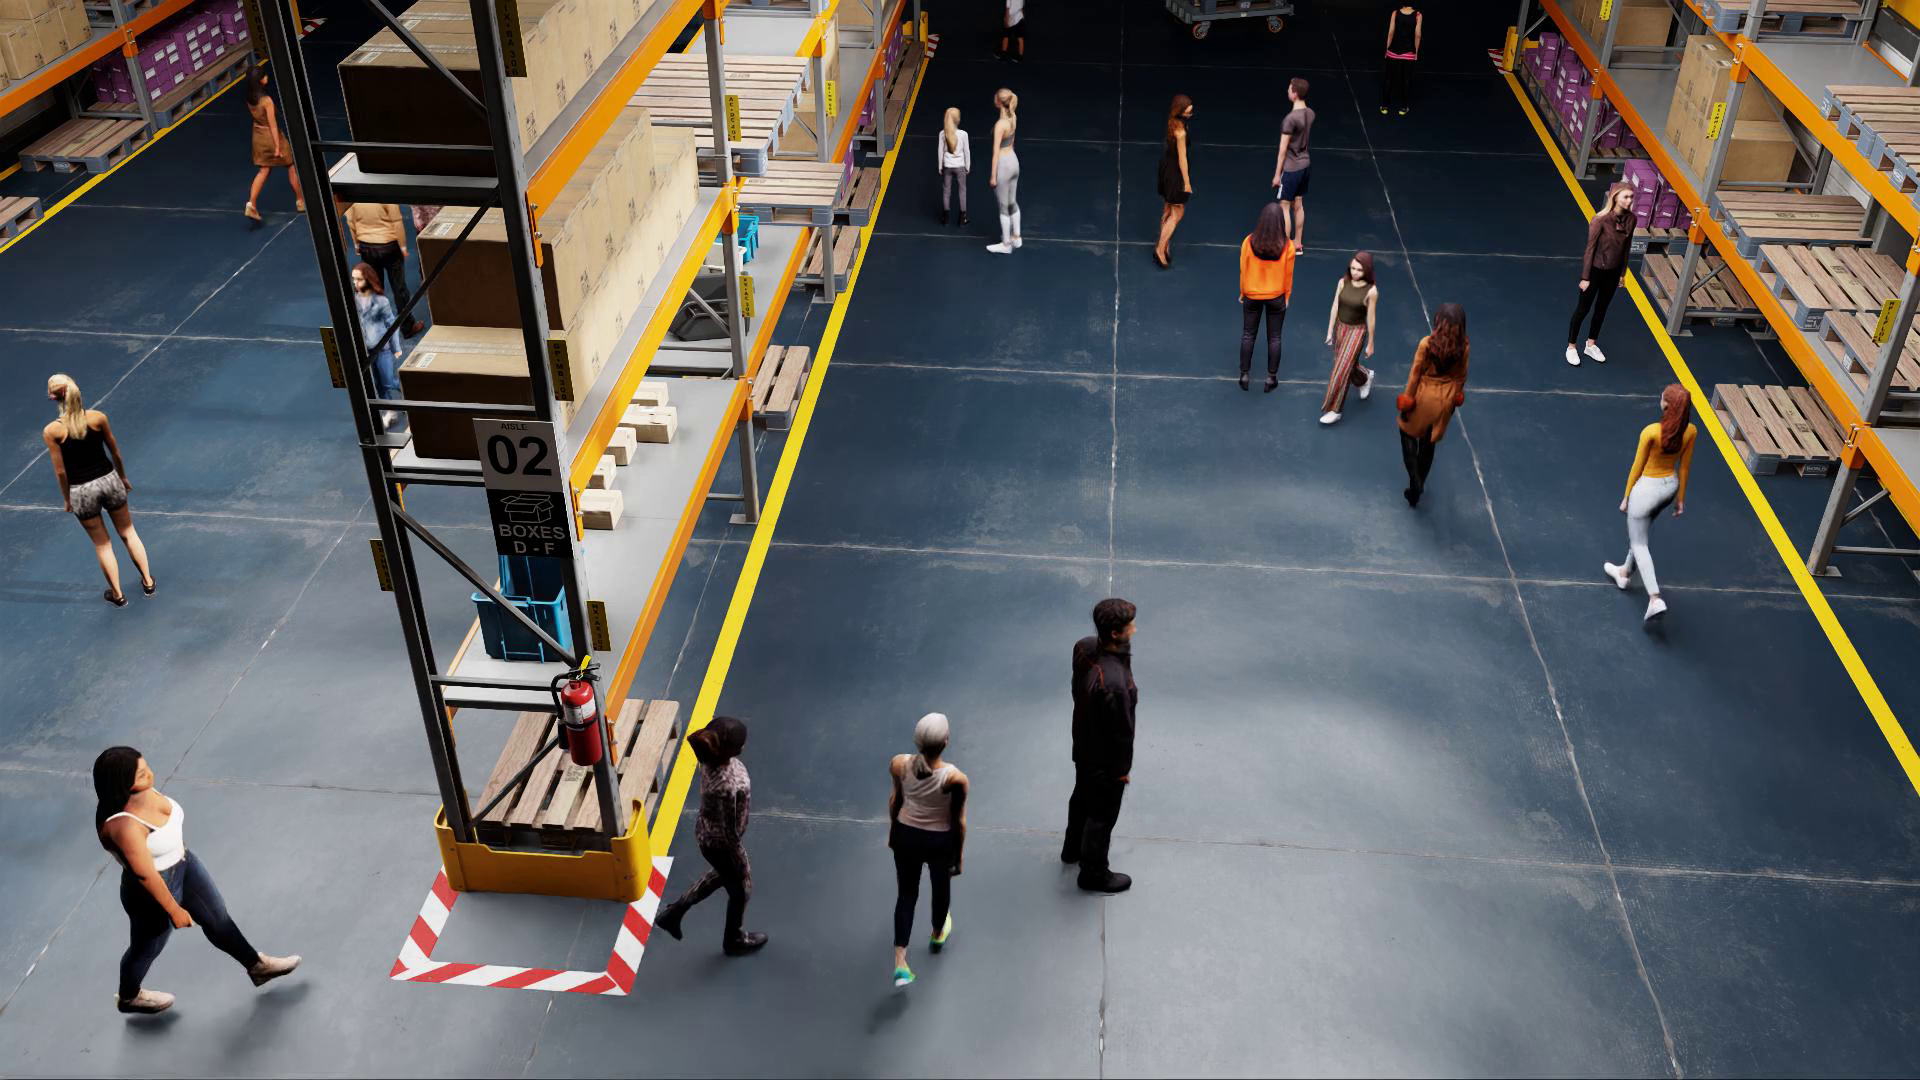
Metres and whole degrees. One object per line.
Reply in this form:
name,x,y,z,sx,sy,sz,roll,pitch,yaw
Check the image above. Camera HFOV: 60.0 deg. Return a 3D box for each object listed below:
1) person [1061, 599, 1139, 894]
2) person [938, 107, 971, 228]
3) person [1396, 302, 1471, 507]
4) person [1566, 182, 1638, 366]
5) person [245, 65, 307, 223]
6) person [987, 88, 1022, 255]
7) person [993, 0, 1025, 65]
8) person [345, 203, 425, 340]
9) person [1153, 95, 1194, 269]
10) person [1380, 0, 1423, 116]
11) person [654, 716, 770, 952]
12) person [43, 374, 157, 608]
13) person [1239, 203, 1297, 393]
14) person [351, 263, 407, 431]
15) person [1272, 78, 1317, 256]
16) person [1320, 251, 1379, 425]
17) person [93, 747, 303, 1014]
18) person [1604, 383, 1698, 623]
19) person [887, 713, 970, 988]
person,0.791,1.140,9.388,0.846,1.943,0.685,-10,35,-14
person,-0.070,-3.965,17.668,0.504,1.278,0.499,5,34,8
person,3.653,-0.982,12.790,0.771,1.711,0.804,-2,34,-3
person,5.767,-2.404,14.936,0.664,1.703,0.617,-8,34,-11
person,-7.387,-4.164,17.624,0.876,1.658,1.119,19,38,26
person,0.477,-3.781,17.013,0.694,1.697,0.573,17,37,24
person,0.767,-6.991,22.253,0.729,1.242,0.795,-24,40,-31
person,-5.352,-2.702,15.341,0.651,1.752,0.552,3,34,5
person,2.145,-3.624,16.679,0.754,1.806,0.628,-17,37,-23
person,5.462,-6.061,20.574,0.586,1.552,0.561,10,35,14
person,-1.341,1.628,8.872,0.862,1.701,0.882,-14,36,-20
person,-6.107,-0.368,11.746,0.681,1.844,0.745,-26,41,-33
person,2.647,-2.102,14.441,0.665,1.748,0.623,10,35,15
person,-4.887,-1.659,14.029,0.646,1.468,0.726,10,35,14
person,3.381,-3.739,16.814,0.794,1.848,0.703,26,41,33
person,3.358,-1.763,14.118,0.967,1.542,1.048,29,43,36
person,-4.218,1.808,8.551,0.949,1.756,1.195,-6,34,-9
person,4.897,-0.246,11.668,0.803,1.728,1.155,-6,34,-9
person,-0.210,1.676,8.815,0.727,1.684,1.020,12,35,18
